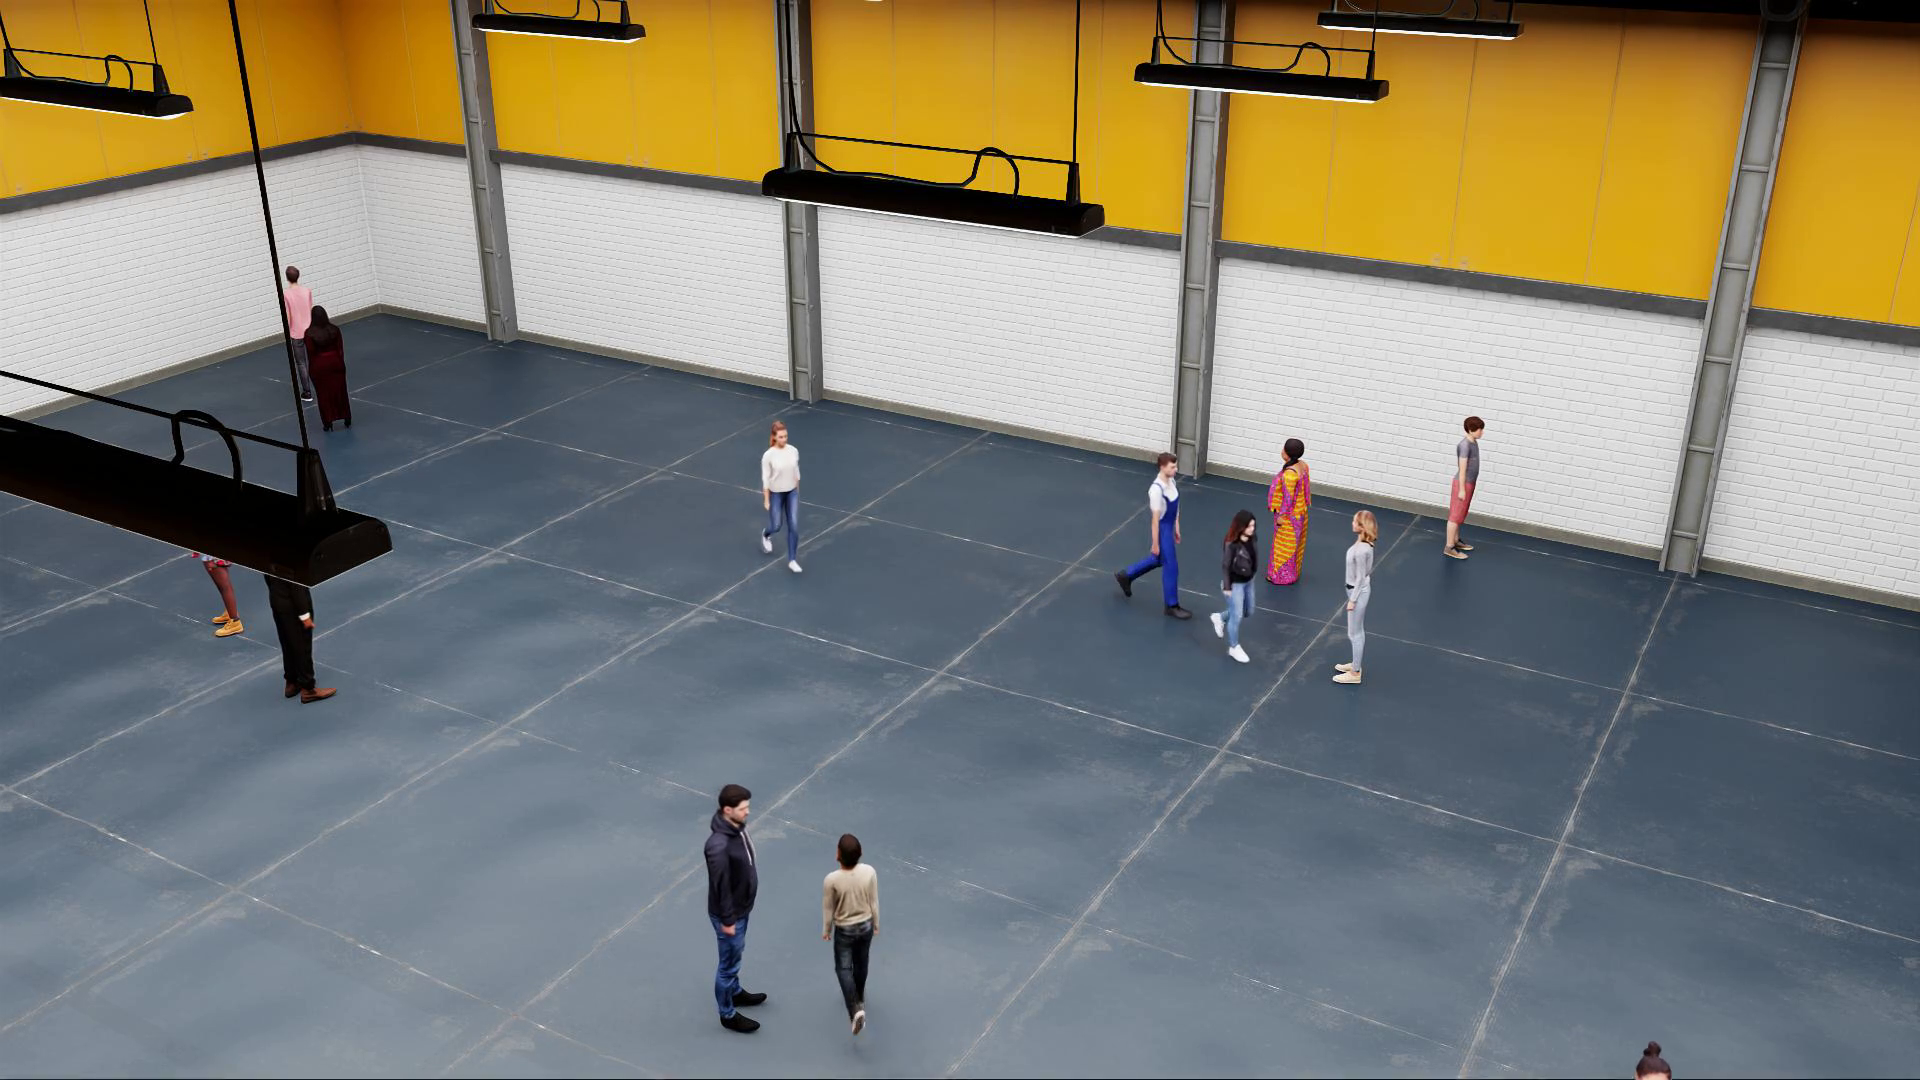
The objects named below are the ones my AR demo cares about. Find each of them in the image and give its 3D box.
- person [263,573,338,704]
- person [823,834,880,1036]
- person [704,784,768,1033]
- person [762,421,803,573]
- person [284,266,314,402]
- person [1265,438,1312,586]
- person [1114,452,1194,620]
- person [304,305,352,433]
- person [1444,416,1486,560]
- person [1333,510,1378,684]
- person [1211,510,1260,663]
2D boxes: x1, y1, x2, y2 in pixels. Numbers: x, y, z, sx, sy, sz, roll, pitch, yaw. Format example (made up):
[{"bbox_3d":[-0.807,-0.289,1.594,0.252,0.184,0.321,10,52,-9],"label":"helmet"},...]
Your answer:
[{"bbox_3d":[-6.353,0.629,15.777,0.615,1.904,0.803,19,30,37],"label":"person"},{"bbox_3d":[-0.721,2.738,11.529,0.868,1.442,0.966,-9,25,-19],"label":"person"},{"bbox_3d":[-1.592,2.510,11.491,0.739,1.890,0.757,1,24,3],"label":"person"},{"bbox_3d":[-2.023,-0.509,18.635,0.933,1.700,1.114,-14,27,-28],"label":"person"},{"bbox_3d":[-9.477,-2.986,23.978,0.617,1.959,0.673,20,30,38],"label":"person"},{"bbox_3d":[3.602,-0.352,18.295,0.663,1.686,0.656,11,26,23],"label":"person"},{"bbox_3d":[2.063,-0.085,17.506,1.174,1.827,0.688,11,26,24],"label":"person"},{"bbox_3d":[-8.674,-2.361,22.800,0.746,1.757,0.727,-19,30,-37],"label":"person"},{"bbox_3d":[5.744,-0.631,18.975,0.508,1.651,0.564,13,27,27],"label":"person"},{"bbox_3d":[3.850,0.543,16.108,0.561,1.796,0.628,8,25,17],"label":"person"},{"bbox_3d":[2.724,0.420,16.605,0.921,1.624,0.816,22,32,40],"label":"person"}]
